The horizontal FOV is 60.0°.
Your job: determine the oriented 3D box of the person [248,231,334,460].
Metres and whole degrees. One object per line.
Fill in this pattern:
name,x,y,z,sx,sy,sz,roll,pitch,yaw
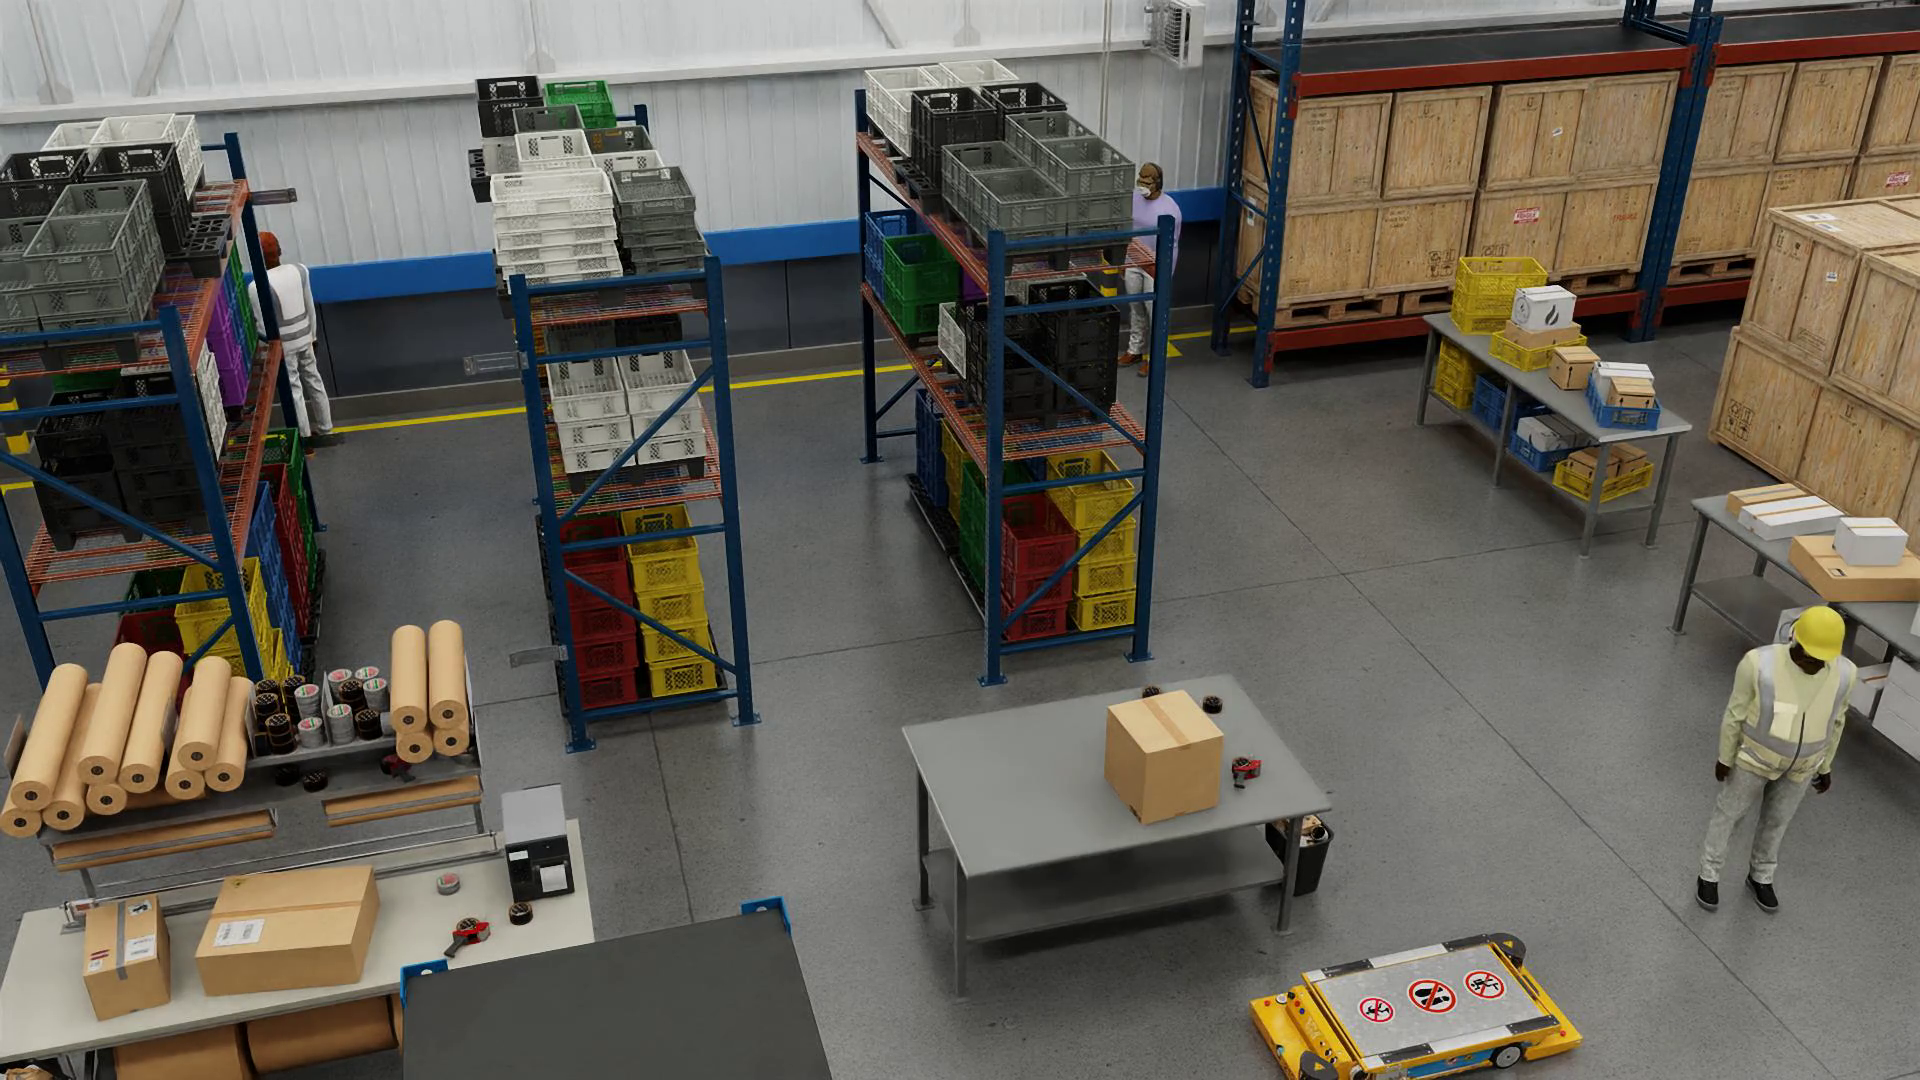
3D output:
person,-5.368,-1.561,13.307,0.356,1.887,0.572,13,31,23

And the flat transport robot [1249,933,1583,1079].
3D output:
flat transport robot,2.184,2.282,7.980,1.431,0.197,0.652,-8,30,-14

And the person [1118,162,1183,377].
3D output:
person,1.677,-2.424,14.837,0.374,1.933,0.625,-22,36,-34

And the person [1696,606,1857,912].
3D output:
person,4.176,1.116,8.502,0.588,1.823,0.403,3,29,5
